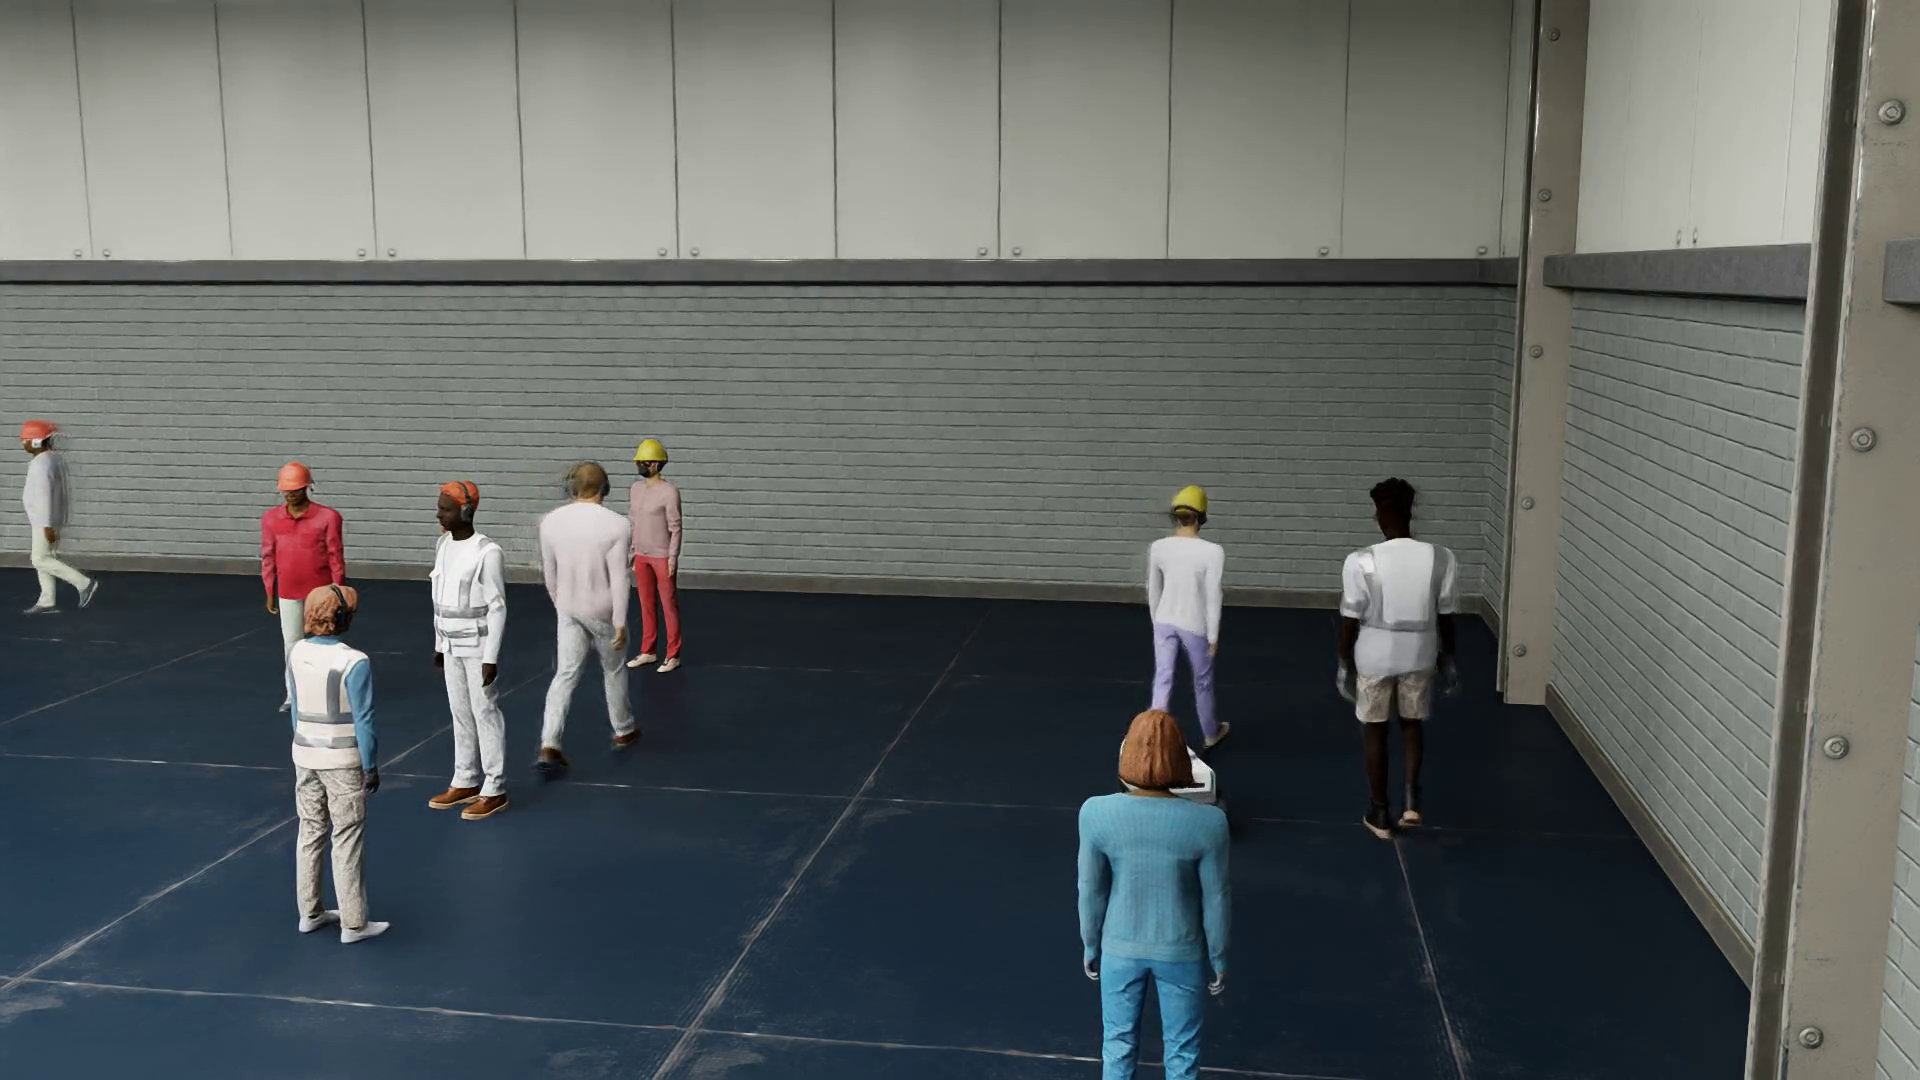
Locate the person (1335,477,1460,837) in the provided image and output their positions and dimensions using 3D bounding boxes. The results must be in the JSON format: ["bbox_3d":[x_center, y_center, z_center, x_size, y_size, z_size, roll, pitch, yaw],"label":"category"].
[{"bbox_3d":[2.331,0.633,8.884,0.659,1.941,0.411,0,9,0],"label":"person"}]

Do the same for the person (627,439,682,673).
[{"bbox_3d":[-2.322,0.118,12.603,0.525,1.772,0.308,6,11,34],"label":"person"}]

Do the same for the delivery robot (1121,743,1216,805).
[{"bbox_3d":[1.124,1.258,9.022,0.477,0.478,0.707,-2,9,-11],"label":"delivery robot"}]

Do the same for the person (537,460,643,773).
[{"bbox_3d":[-2.313,0.455,10.200,0.640,1.889,1.052,2,10,15],"label":"person"}]

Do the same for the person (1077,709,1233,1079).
[{"bbox_3d":[0.630,1.350,5.415,0.500,1.636,0.284,2,9,14],"label":"person"}]

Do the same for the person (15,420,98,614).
[{"bbox_3d":[-8.006,-0.200,14.662,0.555,1.735,0.568,-3,10,-20],"label":"person"}]

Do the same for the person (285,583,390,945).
[{"bbox_3d":[-2.842,1.009,7.543,0.513,1.630,0.317,5,10,28],"label":"person"}]

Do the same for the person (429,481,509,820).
[{"bbox_3d":[-2.740,0.605,9.247,0.573,1.883,0.353,8,12,40],"label":"person"}]

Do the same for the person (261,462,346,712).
[{"bbox_3d":[-4.501,0.326,11.406,0.569,1.743,0.353,0,9,-2],"label":"person"}]

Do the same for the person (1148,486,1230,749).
[{"bbox_3d":[1.402,0.522,10.255,0.540,1.708,0.923,6,11,32],"label":"person"}]
